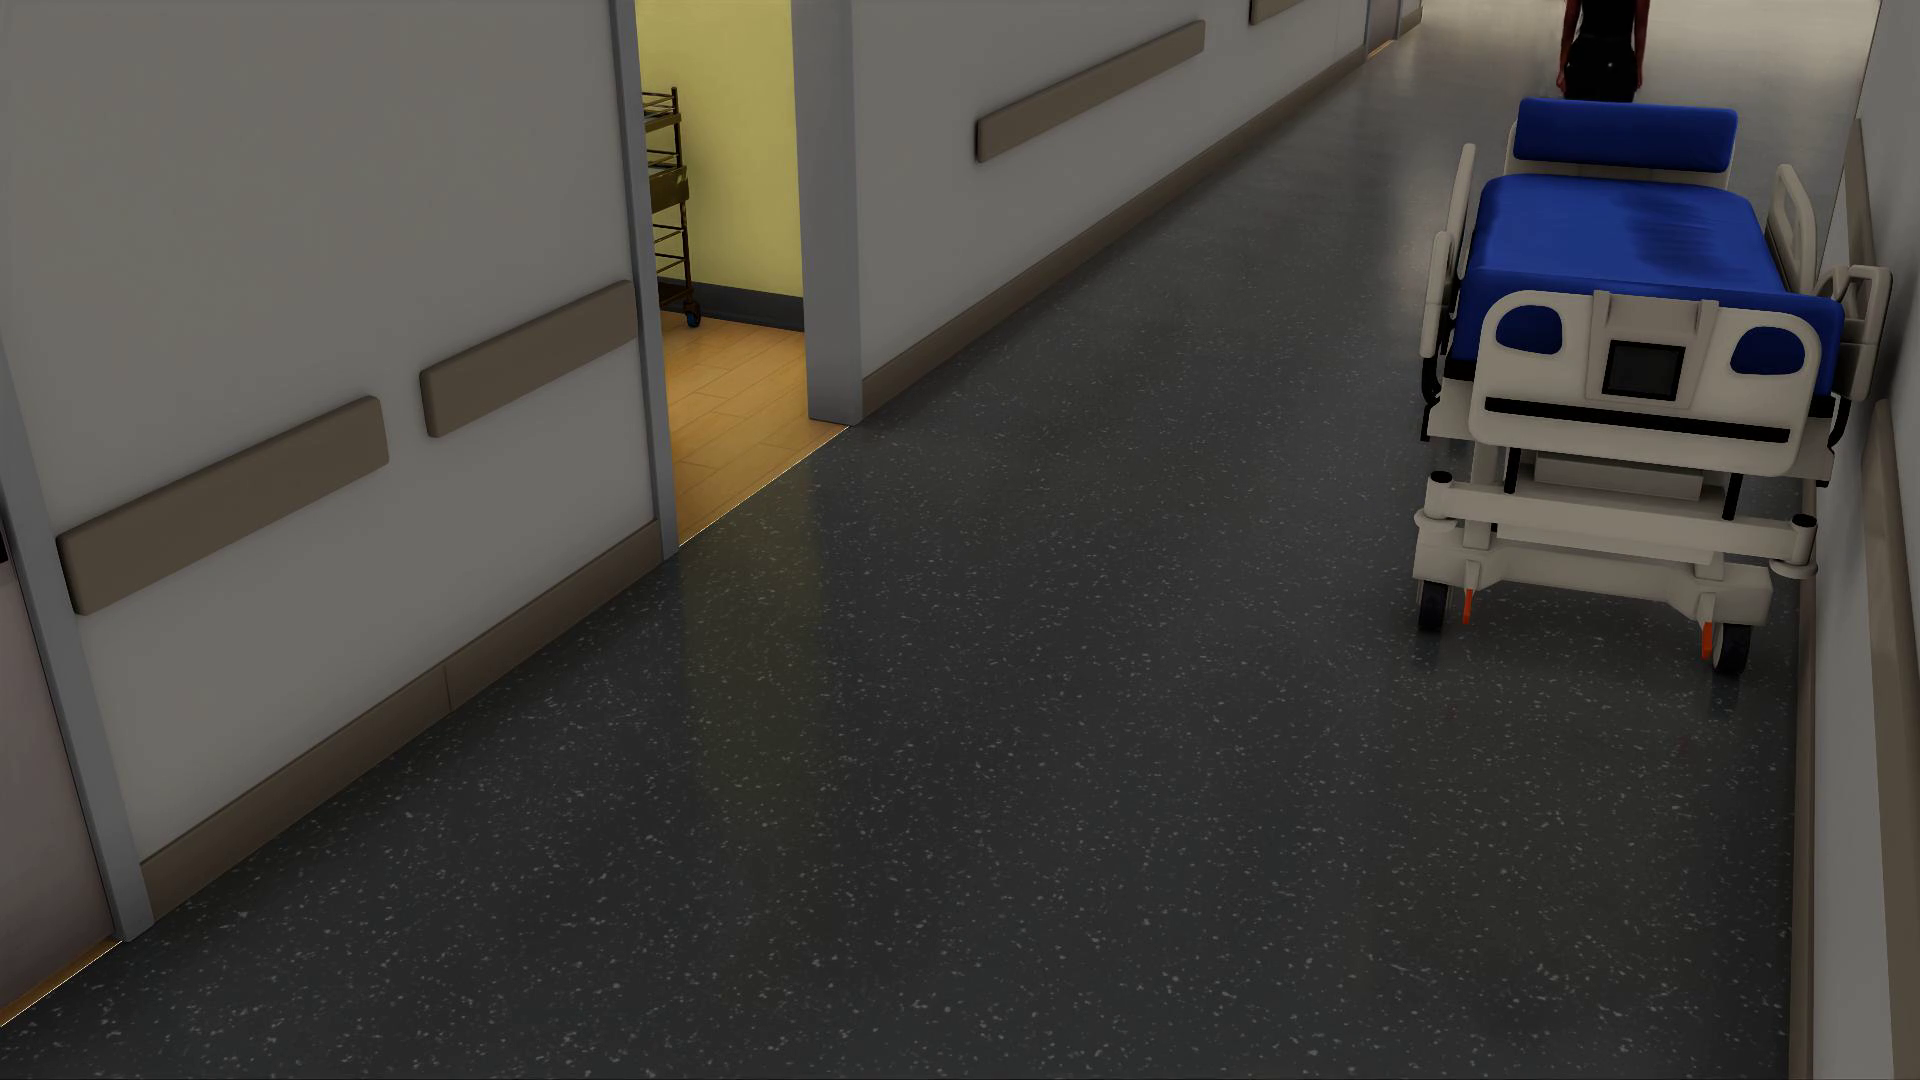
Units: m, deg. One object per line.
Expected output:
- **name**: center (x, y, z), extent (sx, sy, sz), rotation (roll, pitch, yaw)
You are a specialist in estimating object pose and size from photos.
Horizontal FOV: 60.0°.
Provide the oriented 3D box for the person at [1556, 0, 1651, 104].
- **person**: center (3.356, -2.431, 8.792), extent (1.008, 1.723, 0.816), rotation (18, 31, 33)
